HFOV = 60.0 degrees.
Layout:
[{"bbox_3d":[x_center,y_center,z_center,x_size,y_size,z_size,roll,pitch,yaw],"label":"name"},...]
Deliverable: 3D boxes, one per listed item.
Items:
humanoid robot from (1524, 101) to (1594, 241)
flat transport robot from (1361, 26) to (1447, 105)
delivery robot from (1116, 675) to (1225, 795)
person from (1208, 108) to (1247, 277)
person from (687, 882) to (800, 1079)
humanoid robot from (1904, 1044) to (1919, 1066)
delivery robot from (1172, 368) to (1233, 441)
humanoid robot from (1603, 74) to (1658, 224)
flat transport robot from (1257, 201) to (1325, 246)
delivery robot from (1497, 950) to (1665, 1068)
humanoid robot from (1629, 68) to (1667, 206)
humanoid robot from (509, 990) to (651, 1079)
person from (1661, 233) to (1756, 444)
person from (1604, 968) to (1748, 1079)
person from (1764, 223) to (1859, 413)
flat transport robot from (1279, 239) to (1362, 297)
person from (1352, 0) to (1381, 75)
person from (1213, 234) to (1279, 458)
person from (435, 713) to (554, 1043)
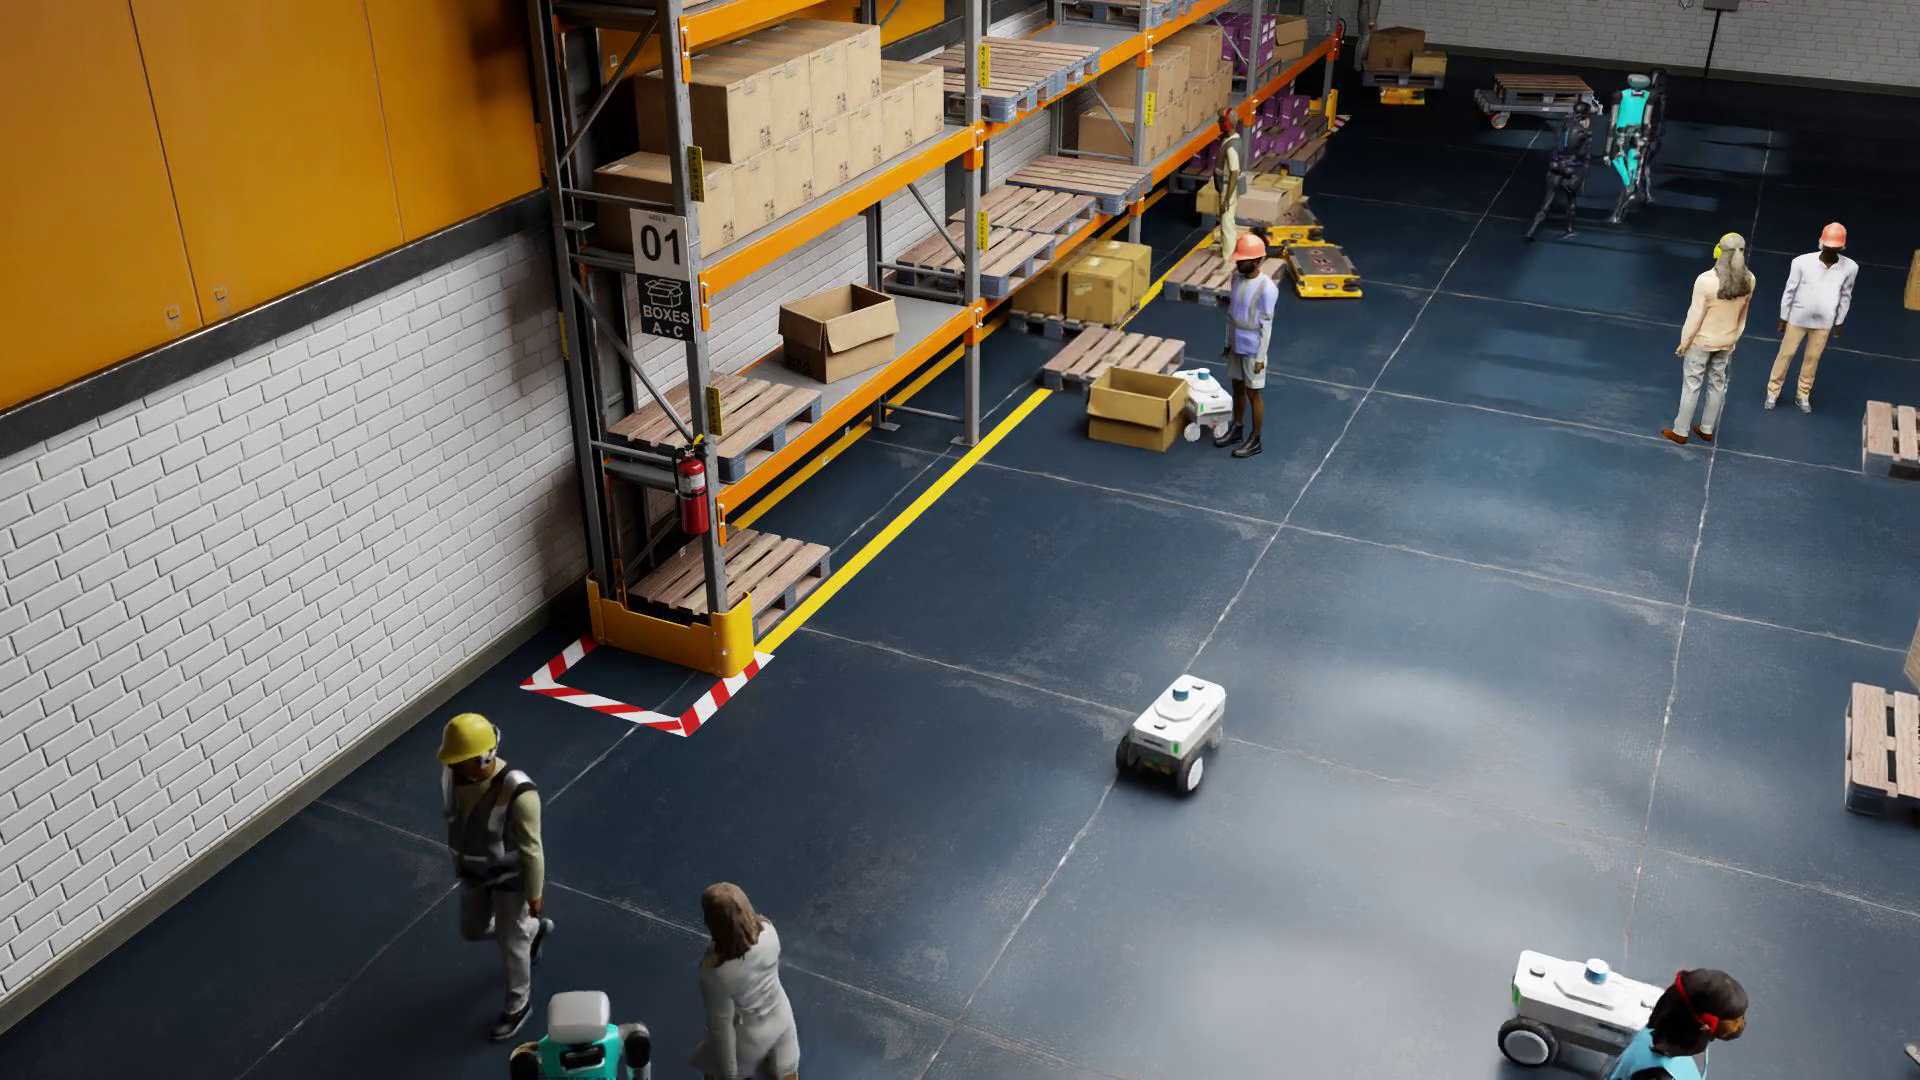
[{"bbox_3d":[6.945,-4.226,19.153,0.798,1.639,0.594,-17,33,-28],"label":"humanoid robot"},{"bbox_3d":[6.797,-6.977,25.665,0.659,0.231,1.431,5,29,9],"label":"flat transport robot"},{"bbox_3d":[1.344,1.156,10.274,0.499,0.587,0.789,17,33,29],"label":"delivery robot"},{"bbox_3d":[2.911,-3.762,18.047,0.395,1.841,0.563,3,28,5],"label":"person"},{"bbox_3d":[-0.912,2.168,7.287,0.907,1.612,0.491,23,36,36],"label":"person"},{"bbox_3d":[4.739,1.941,7.579,0.533,1.722,1.008,-12,31,-21],"label":"humanoid robot"},{"bbox_3d":[2.115,-1.232,14.727,0.519,0.609,0.780,-8,29,-14],"label":"delivery robot"},{"bbox_3d":[7.893,-4.484,19.529,0.557,1.815,0.790,-2,28,-4],"label":"humanoid robot"},{"bbox_3d":[3.846,-3.786,19.748,0.659,0.231,1.431,-1,28,-3],"label":"flat transport robot"},{"bbox_3d":[3.043,2.312,8.158,0.796,0.612,0.499,13,31,22],"label":"delivery robot"},{"bbox_3d":[8.511,-4.986,20.505,0.395,1.646,0.585,-4,29,-8],"label":"humanoid robot"},{"bbox_3d":[-1.334,2.659,6.296,0.567,1.787,0.956,-9,30,-17],"label":"humanoid robot"},{"bbox_3d":[6.418,-1.700,14.191,0.553,1.877,0.414,-5,29,-10],"label":"person"},{"bbox_3d":[2.650,2.401,6.613,0.556,1.846,0.534,17,33,29],"label":"person"},{"bbox_3d":[7.609,-1.982,14.837,0.563,1.752,0.337,7,29,14],"label":"person"},{"bbox_3d":[3.945,-2.981,18.256,0.659,0.231,1.431,0,28,1],"label":"flat transport robot"},{"bbox_3d":[6.549,-8.375,26.626,0.364,1.820,0.517,0,28,0],"label":"person"},{"bbox_3d":[2.402,-1.639,14.027,0.376,1.933,0.542,-14,31,-24],"label":"person"},{"bbox_3d":[-2.255,1.590,8.155,0.605,1.817,0.564,15,32,26],"label":"person"}]
